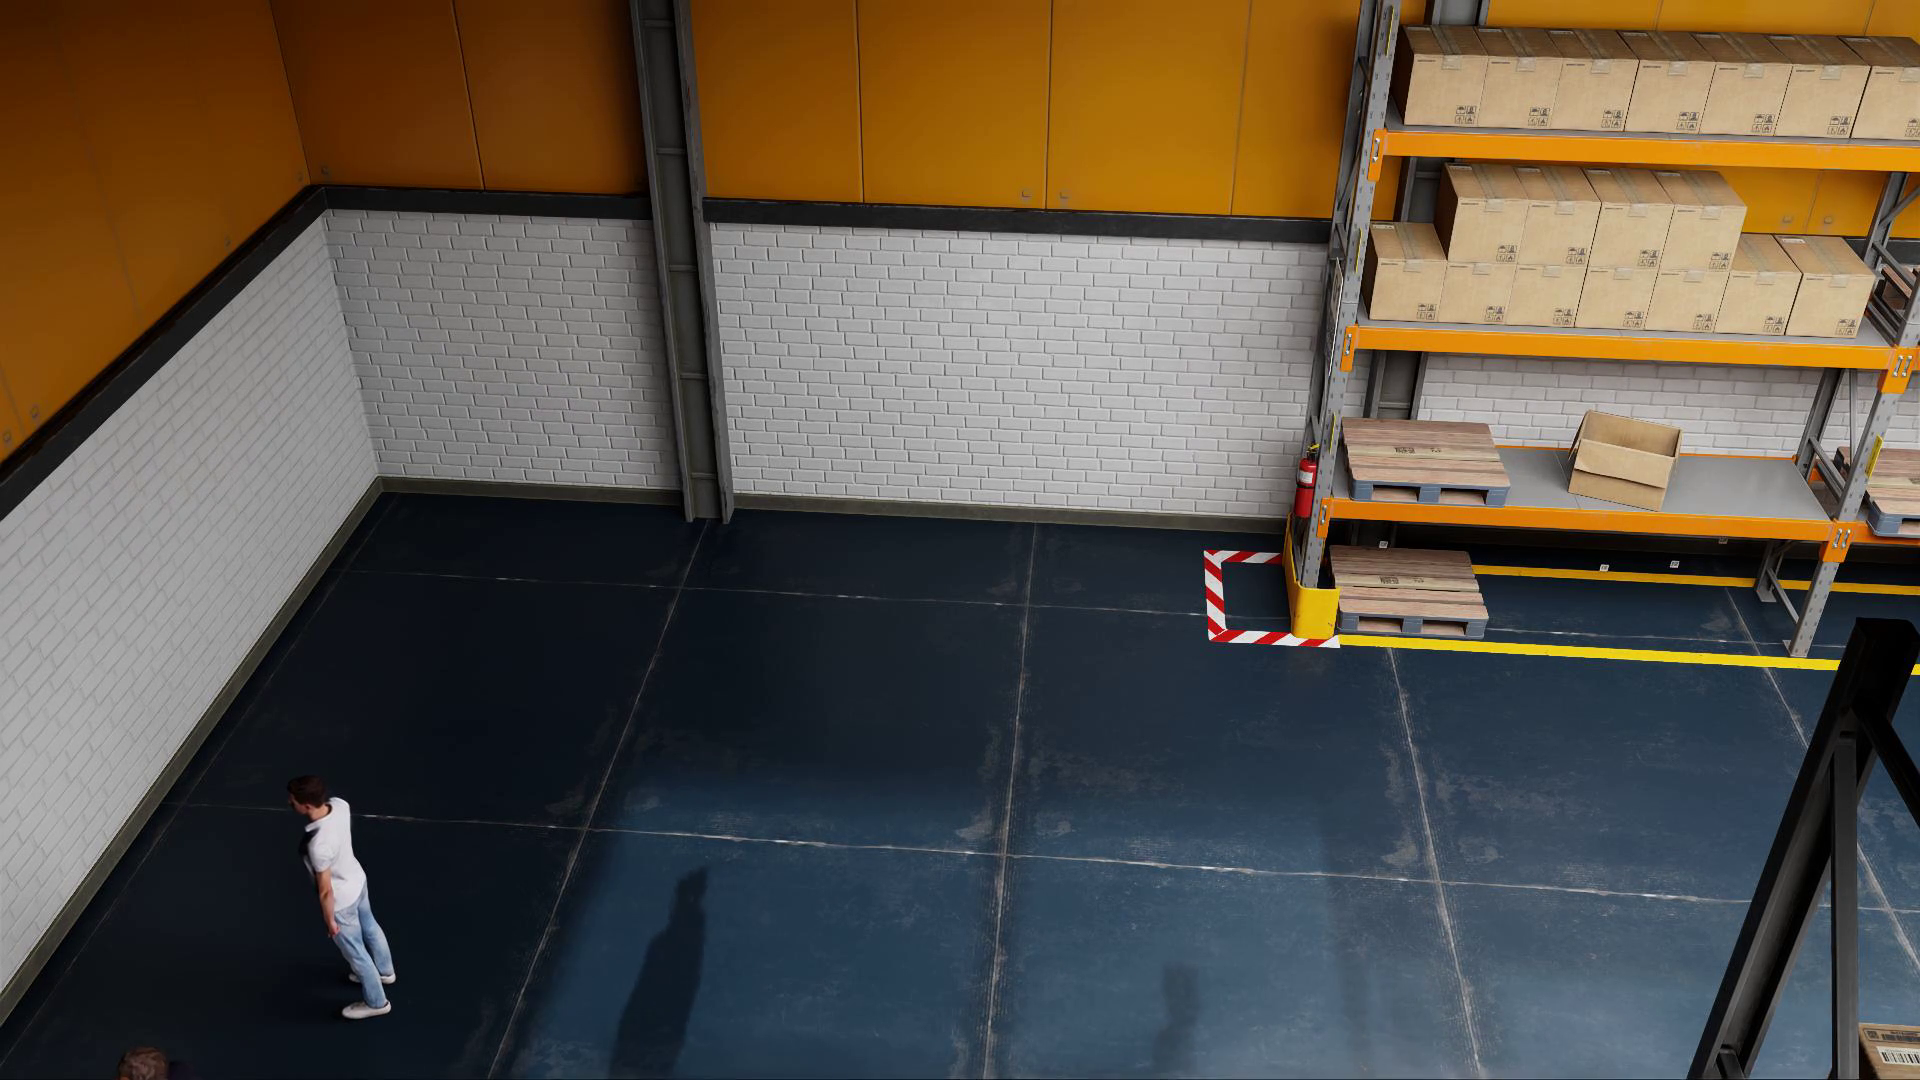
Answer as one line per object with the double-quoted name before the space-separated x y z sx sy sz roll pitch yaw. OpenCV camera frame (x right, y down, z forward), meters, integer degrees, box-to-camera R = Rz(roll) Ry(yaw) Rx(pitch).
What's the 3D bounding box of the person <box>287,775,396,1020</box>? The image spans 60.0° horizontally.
"person" -3.739 2.137 10.108 0.577 1.851 0.651 0 34 0
